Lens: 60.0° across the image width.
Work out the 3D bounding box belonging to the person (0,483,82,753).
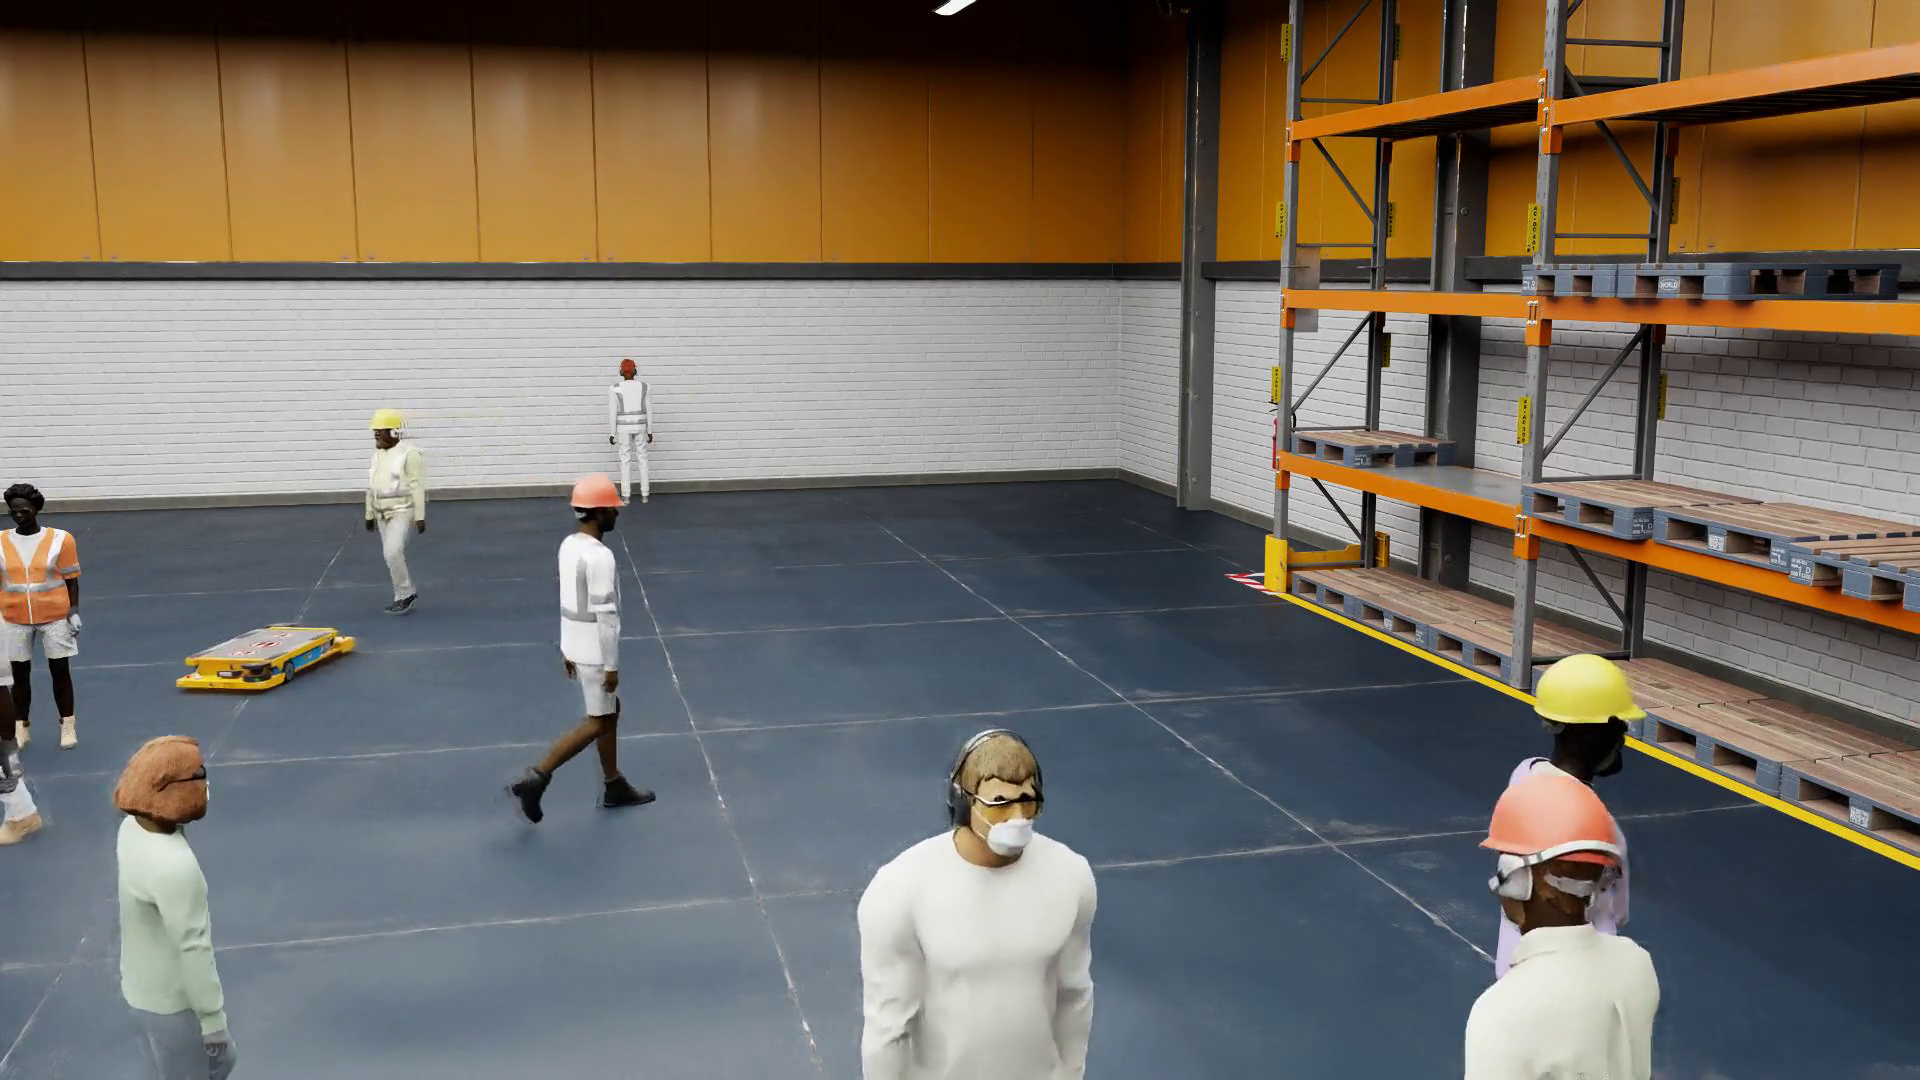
[{"bbox_3d":[-5.767,0.484,10.371,0.540,1.695,0.317,-3,10,-19],"label":"person"}]

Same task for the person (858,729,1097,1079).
[{"bbox_3d":[0.032,1.376,4.112,0.635,1.924,0.738,-4,10,-22],"label":"person"}]

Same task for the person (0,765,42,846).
[{"bbox_3d":[-5.218,0.753,8.428,0.642,1.793,0.991,8,12,42],"label":"person"}]

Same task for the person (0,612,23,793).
[{"bbox_3d":[-4.345,0.909,7.059,0.631,1.923,0.796,-6,11,-33],"label":"person"}]

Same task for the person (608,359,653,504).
[{"bbox_3d":[-4.271,-1.411,21.610,0.573,1.887,0.355,-4,10,-23],"label":"person"}]

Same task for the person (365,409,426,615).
[{"bbox_3d":[-4.962,-0.236,14.492,0.624,1.815,0.482,6,11,33],"label":"person"}]

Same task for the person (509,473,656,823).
[{"bbox_3d":[-2.071,0.597,9.026,0.805,1.916,0.550,-6,11,-33],"label":"person"}]

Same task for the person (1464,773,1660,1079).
[{"bbox_3d":[1.223,1.468,3.422,0.620,1.965,0.532,-8,12,-40],"label":"person"}]

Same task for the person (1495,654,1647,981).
[{"bbox_3d":[1.720,1.270,4.738,0.359,1.930,0.588,0,9,-2],"label":"person"}]

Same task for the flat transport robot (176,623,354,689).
[{"bbox_3d":[-5.182,0.858,12.472,0.652,0.197,1.431,1,9,5],"label":"flat transport robot"}]

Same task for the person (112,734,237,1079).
[{"bbox_3d":[-2.347,1.375,5.046,0.350,1.618,0.529,-7,12,-39],"label":"person"}]
